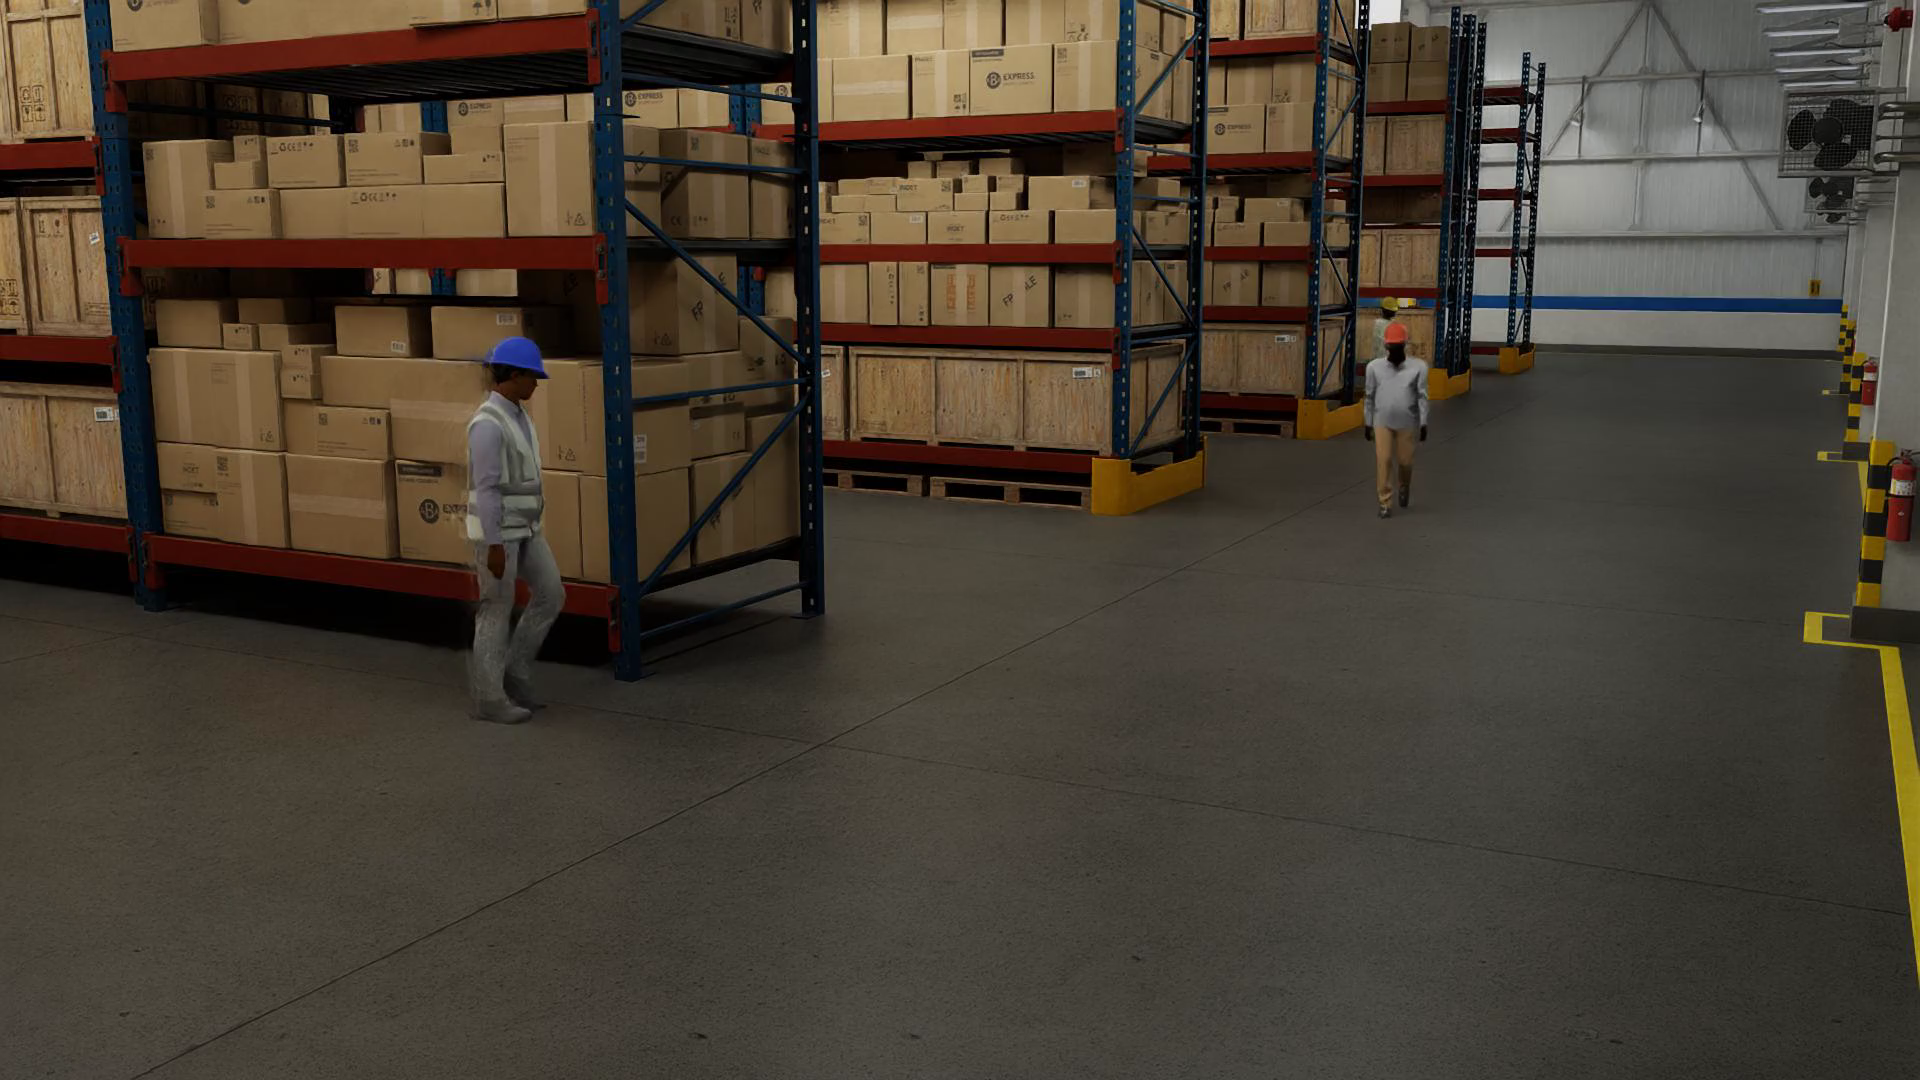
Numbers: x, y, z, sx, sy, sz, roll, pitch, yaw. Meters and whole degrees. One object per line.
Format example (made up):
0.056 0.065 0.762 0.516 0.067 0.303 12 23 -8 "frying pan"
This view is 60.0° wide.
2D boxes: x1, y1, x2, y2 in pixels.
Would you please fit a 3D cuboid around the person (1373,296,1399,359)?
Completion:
5.867 -2.531 23.178 0.543 1.742 0.568 10 14 44 "person"

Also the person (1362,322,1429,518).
3.866 -1.075 14.782 0.576 1.731 0.583 3 10 18 "person"

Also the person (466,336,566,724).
-2.223 -0.043 8.275 0.478 1.915 0.665 1 10 6 "person"
